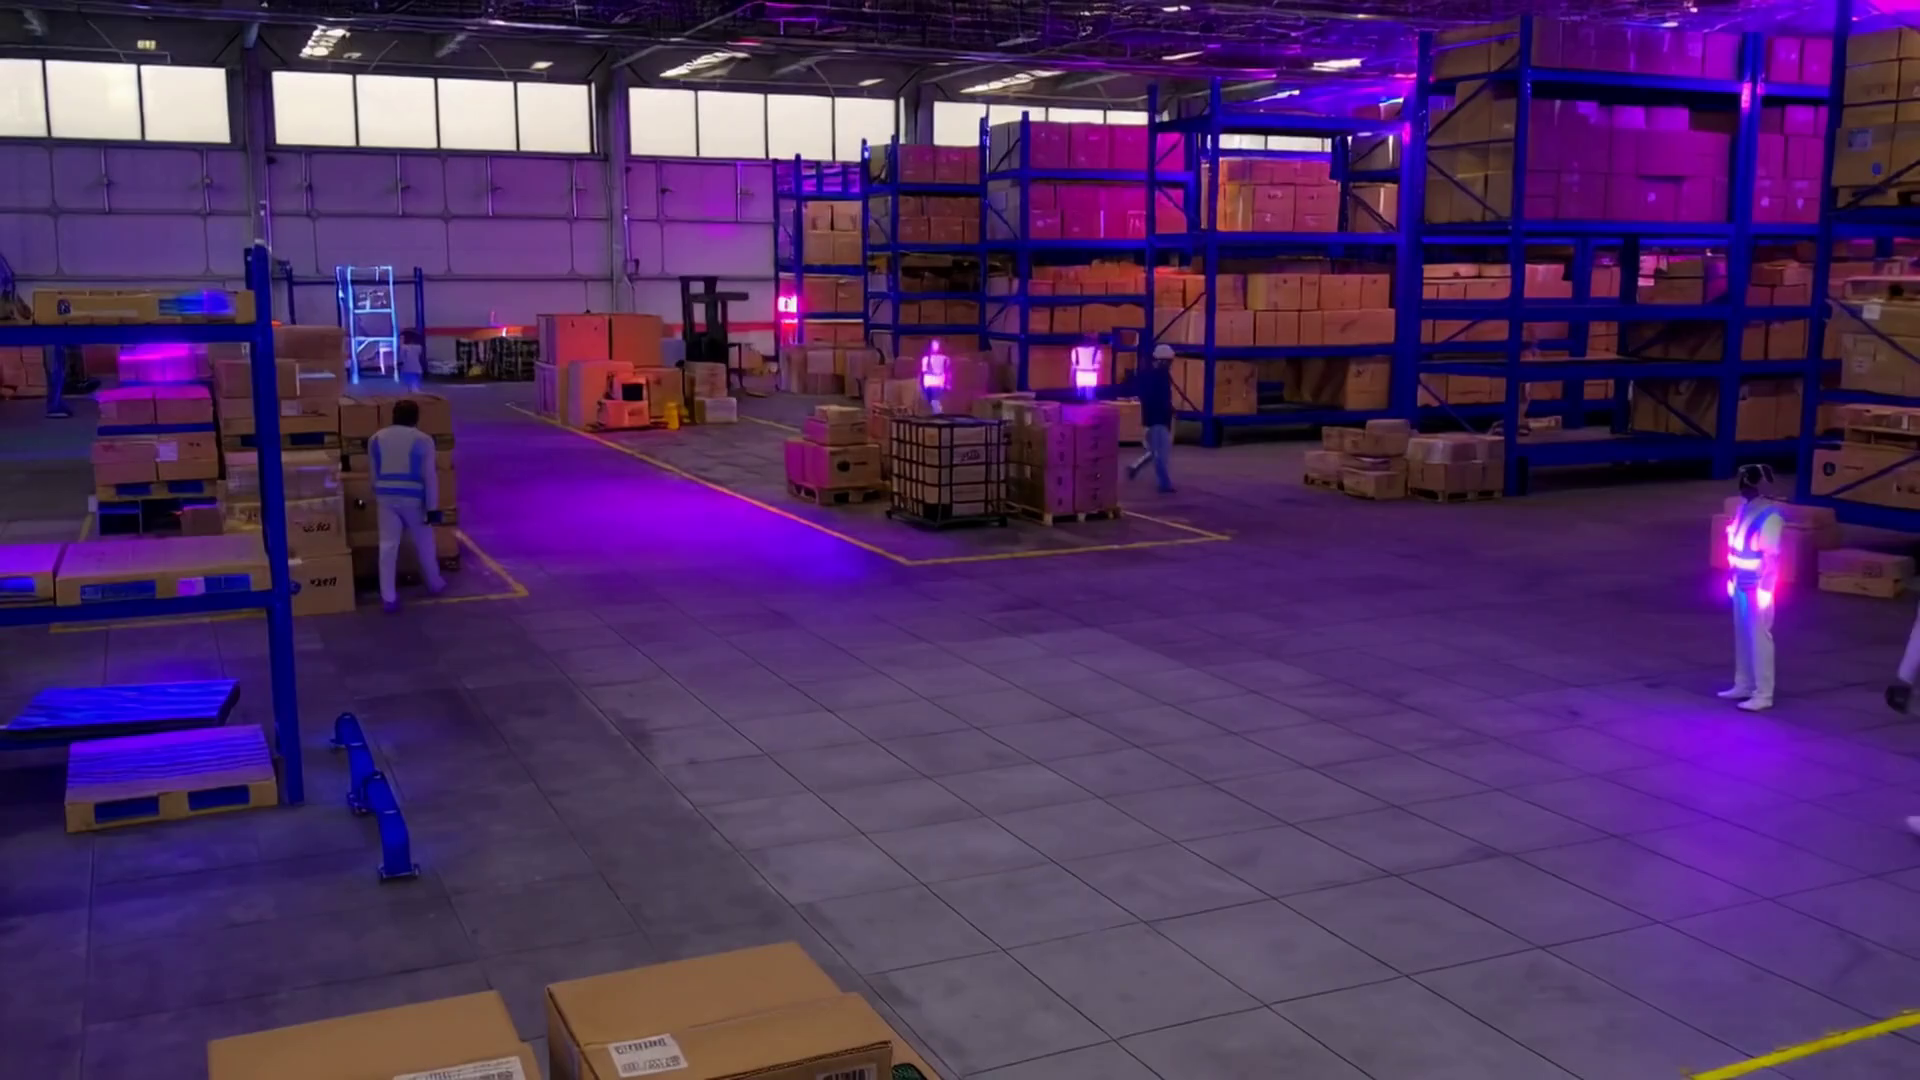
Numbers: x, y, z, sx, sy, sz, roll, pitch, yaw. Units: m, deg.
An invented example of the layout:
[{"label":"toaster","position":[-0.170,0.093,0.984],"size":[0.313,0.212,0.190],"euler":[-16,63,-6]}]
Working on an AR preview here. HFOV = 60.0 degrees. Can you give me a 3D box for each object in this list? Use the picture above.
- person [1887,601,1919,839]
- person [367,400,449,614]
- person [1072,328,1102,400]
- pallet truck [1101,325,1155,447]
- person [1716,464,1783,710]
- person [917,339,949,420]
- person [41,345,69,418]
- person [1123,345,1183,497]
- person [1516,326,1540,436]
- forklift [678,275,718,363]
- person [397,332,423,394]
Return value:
[{"label":"person","position":[4.820,0.631,8.078],"size":[0.631,1.931,0.849],"euler":[-3,10,-16]},{"label":"person","position":[-4.772,-0.306,14.368],"size":[0.629,1.782,0.960],"euler":[1,9,3]},{"label":"person","position":[2.262,-2.767,29.247],"size":[0.553,1.908,0.400],"euler":[6,11,32]},{"label":"pallet truck","position":[2.881,-2.596,27.923],"size":[0.823,1.965,1.885],"euler":[-1,9,-7]},{"label":"person","position":[5.272,0.303,11.070],"size":[0.312,1.632,0.513],"euler":[0,9,2]},{"label":"person","position":[-0.508,-2.837,30.454],"size":[0.552,1.665,0.779],"euler":[-6,11,-33]},{"label":"person","position":[-18.029,-3.387,33.072],"size":[0.363,1.929,0.628],"euler":[-1,9,-9]},{"label":"person","position":[2.502,-1.551,21.568],"size":[0.816,1.970,0.610],"euler":[6,11,31]},{"label":"person","position":[10.015,-2.792,29.325],"size":[0.368,1.939,0.633],"euler":[2,9,13]},{"label":"forklift","position":[-5.976,-4.675,38.090],"size":[1.873,2.768,1.129],"euler":[7,12,38]},{"label":"person","position":[-11.126,-3.381,33.753],"size":[0.534,1.679,0.704],"euler":[-6,11,-34]}]
